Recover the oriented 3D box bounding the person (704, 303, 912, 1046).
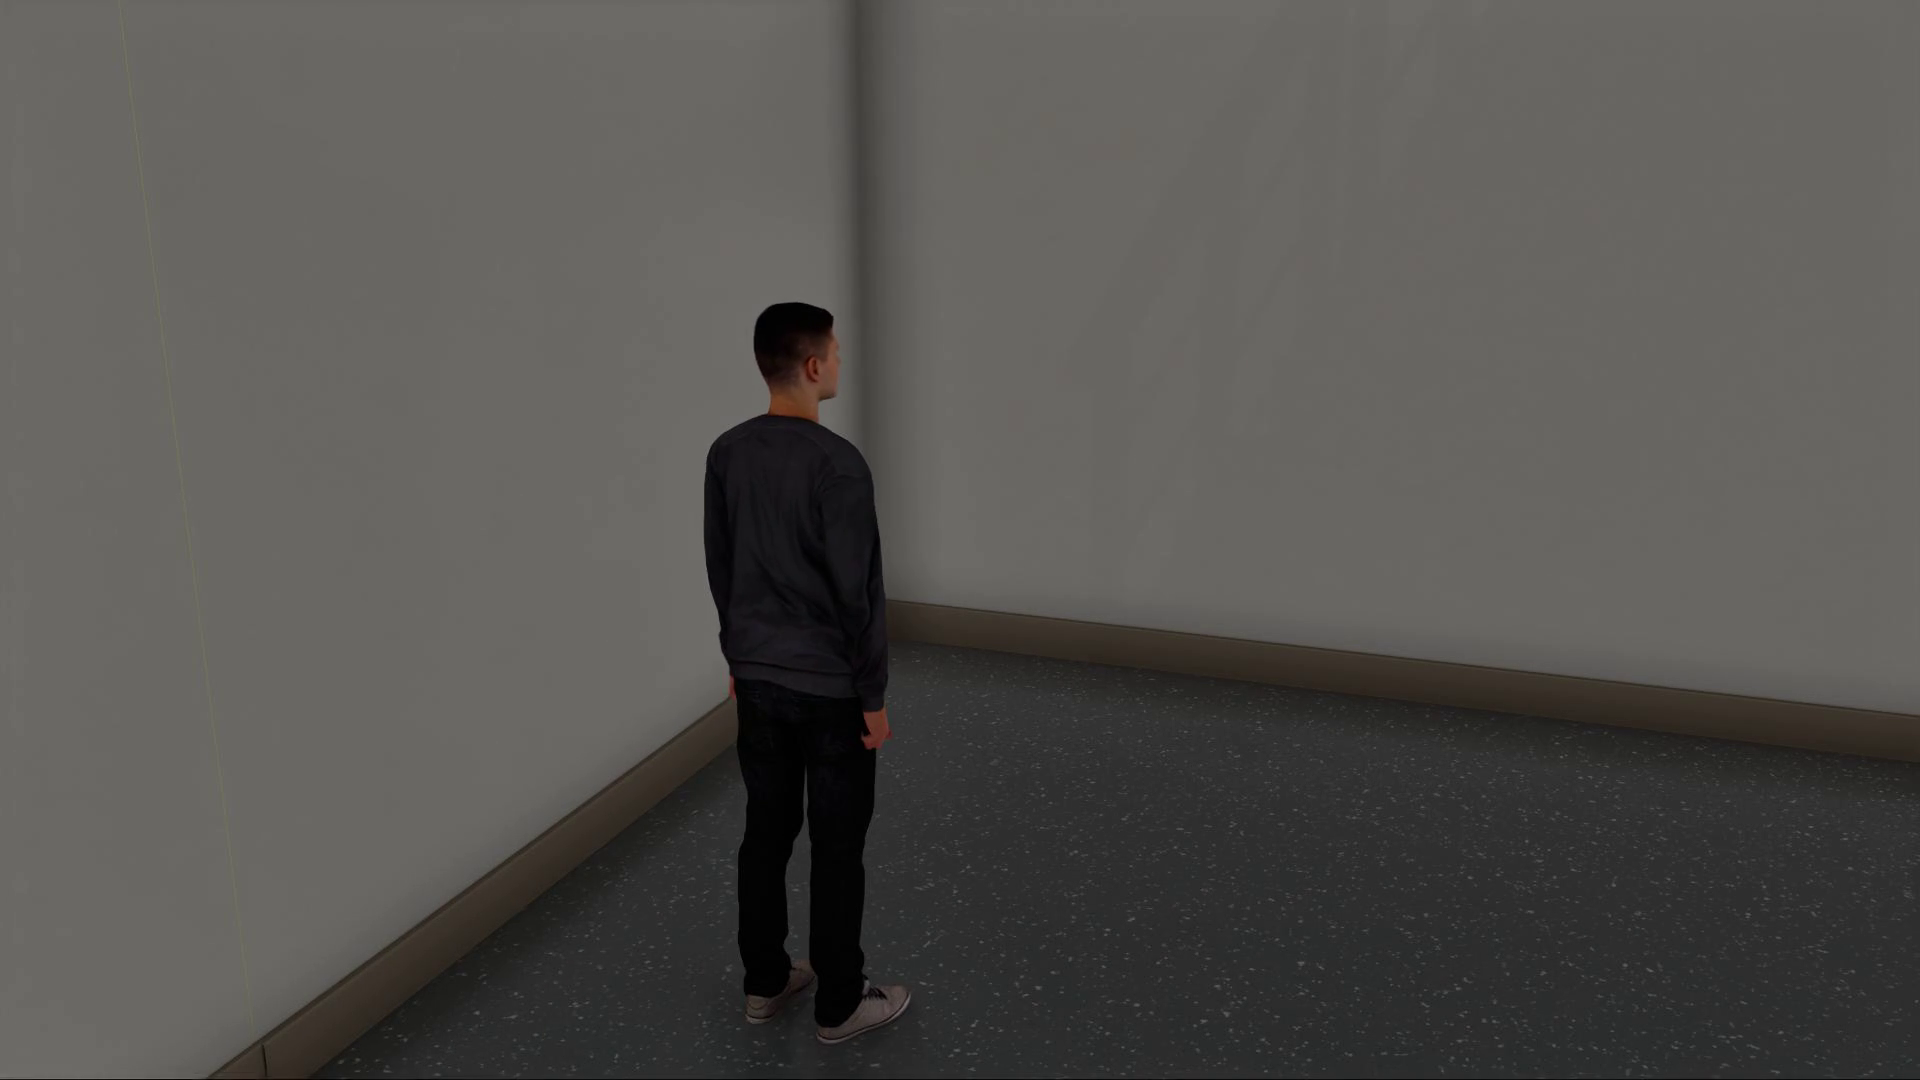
[{"bbox_3d":[-0.372,0.326,3.907,0.658,1.761,0.584,9,18,30],"label":"person"}]
